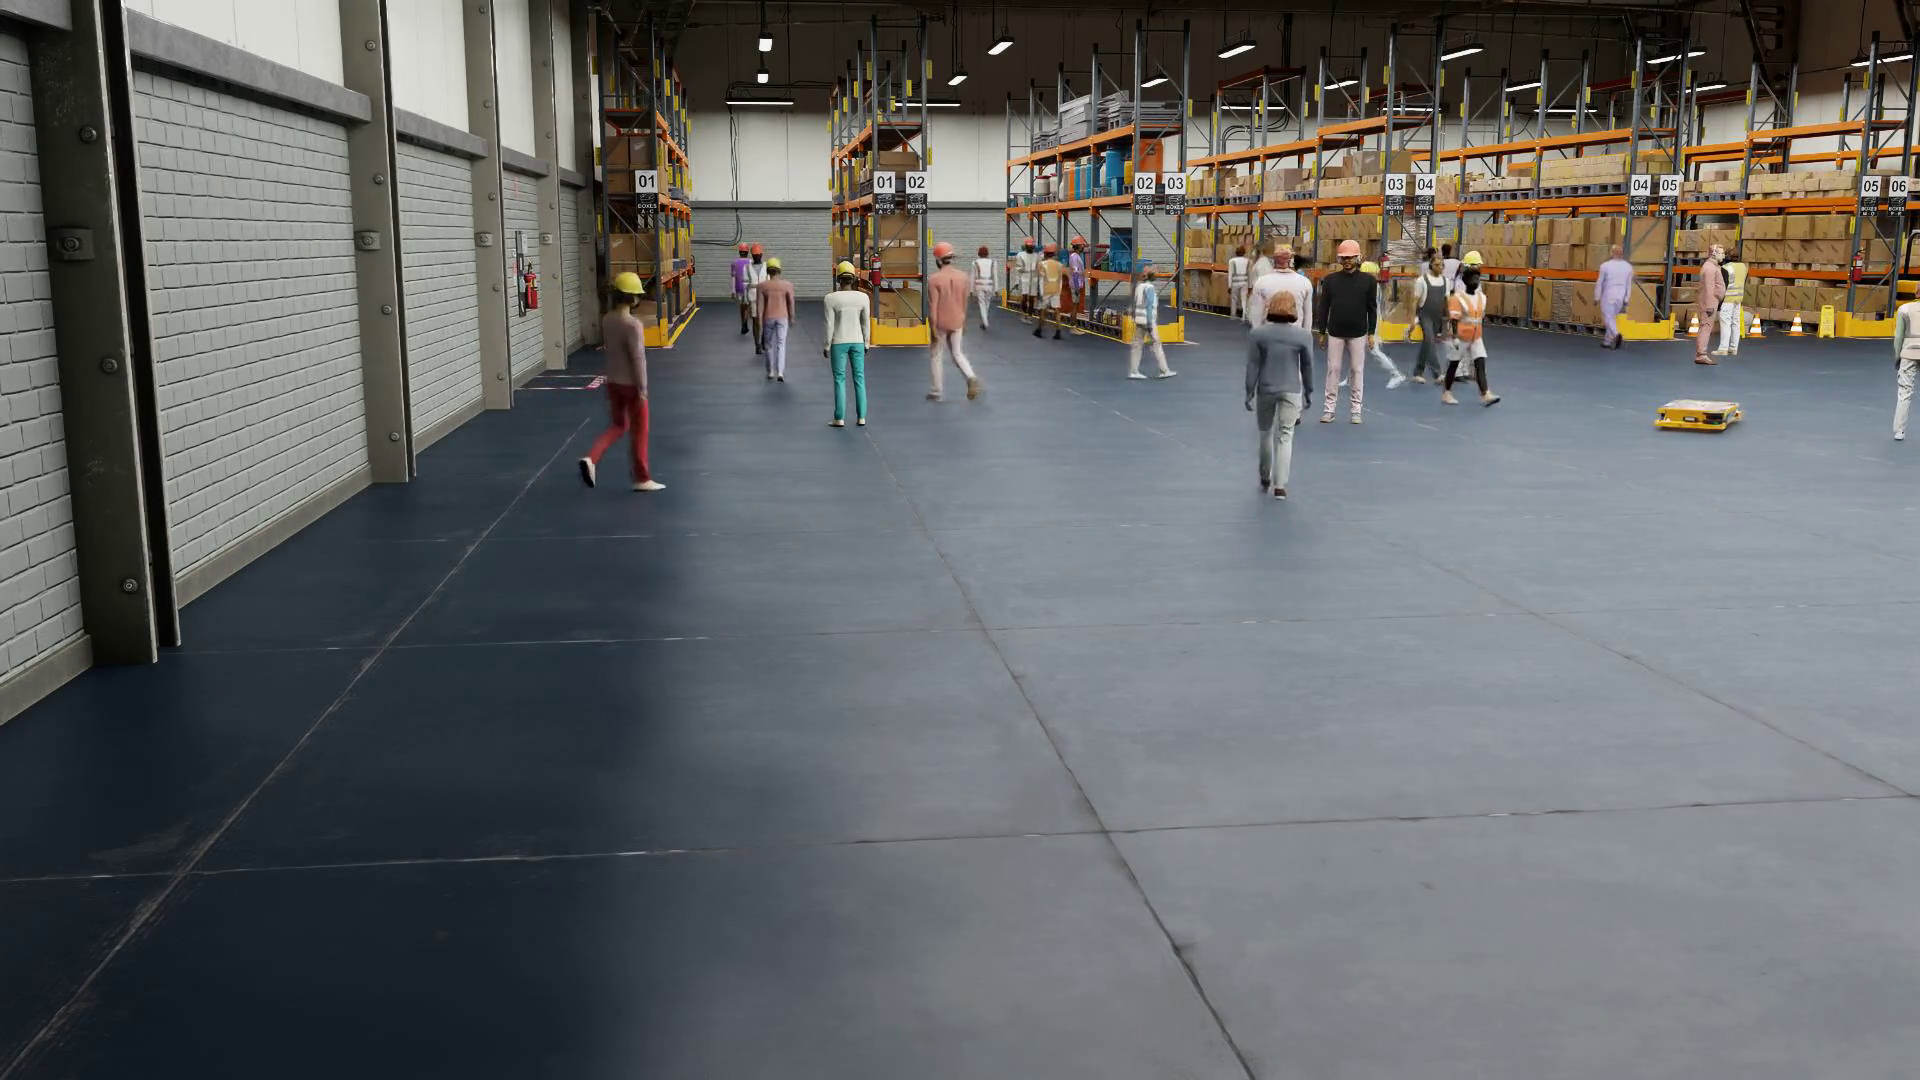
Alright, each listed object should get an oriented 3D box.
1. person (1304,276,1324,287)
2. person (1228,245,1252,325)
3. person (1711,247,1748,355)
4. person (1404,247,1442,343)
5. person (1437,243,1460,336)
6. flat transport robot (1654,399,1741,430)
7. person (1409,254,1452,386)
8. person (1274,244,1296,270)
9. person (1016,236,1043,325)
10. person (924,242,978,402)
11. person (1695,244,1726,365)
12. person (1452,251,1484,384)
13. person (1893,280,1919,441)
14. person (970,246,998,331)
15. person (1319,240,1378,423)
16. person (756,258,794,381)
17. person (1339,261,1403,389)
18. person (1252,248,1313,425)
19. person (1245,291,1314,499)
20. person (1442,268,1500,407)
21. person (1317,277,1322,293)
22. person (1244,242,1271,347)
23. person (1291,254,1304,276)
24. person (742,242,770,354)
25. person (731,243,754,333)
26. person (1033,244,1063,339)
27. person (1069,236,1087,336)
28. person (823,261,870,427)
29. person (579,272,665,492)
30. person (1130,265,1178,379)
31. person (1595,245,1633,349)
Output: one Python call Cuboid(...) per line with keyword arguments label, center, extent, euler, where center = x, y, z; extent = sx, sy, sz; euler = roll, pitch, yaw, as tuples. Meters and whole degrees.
Cuboid(label="person", center=(9.334, -6.906, 44.081), extent=(0.660, 1.806, 0.874), euler=(1, 10, 4))
Cuboid(label="person", center=(6.470, -5.882, 38.414), extent=(0.590, 1.833, 1.010), euler=(-1, 10, -5))
Cuboid(label="person", center=(13.205, -4.091, 28.567), extent=(0.624, 1.845, 0.430), euler=(-5, 12, -27))
Cuboid(label="person", center=(8.841, -4.640, 31.599), extent=(0.749, 1.840, 0.522), euler=(-6, 12, -29))
Cuboid(label="person", center=(9.918, -5.108, 34.005), extent=(0.595, 1.901, 0.700), euler=(1, 10, 7))
Cuboid(label="flat transport robot", center=(7.943, -1.354, 17.869), extent=(0.652, 0.197, 1.431), euler=(7, 12, 32))
Cuboid(label="person", center=(6.484, -2.996, 22.713), extent=(0.522, 1.783, 0.975), euler=(-4, 11, -22))
Cuboid(label="person", center=(5.964, -4.560, 30.981), extent=(0.784, 1.903, 0.590), euler=(-2, 11, -12))
Cuboid(label="person", center=(1.608, -5.912, 38.029), extent=(0.635, 2.029, 0.524), euler=(-2, 11, -13))
Cuboid(label="person", center=(-0.121, -2.651, 20.322), extent=(0.624, 1.972, 0.788), euler=(-7, 12, -34))
Cuboid(label="person", center=(11.992, -3.754, 26.545), extent=(0.401, 1.906, 0.650), euler=(4, 11, 22))
Cuboid(label="person", center=(7.063, -3.089, 23.099), extent=(0.404, 1.830, 0.601), euler=(8, 13, 36))
Cuboid(label="person", center=(9.524, -1.785, 16.477), extent=(0.511, 1.641, 0.307), euler=(10, 14, 43))
Cuboid(label="person", center=(0.521, -5.453, 36.078), extent=(0.586, 1.838, 0.986), euler=(-2, 11, -13))
Cuboid(label="person", center=(4.213, -2.261, 18.114), extent=(0.622, 1.992, 0.394), euler=(4, 11, 19))
Cuboid(label="person", center=(-2.617, -3.121, 23.589), extent=(0.527, 1.730, 0.891), euler=(-1, 10, -4))
Cuboid(label="person", center=(5.547, -2.887, 22.351), extent=(0.874, 1.708, 0.494), euler=(4, 11, 23))
Cuboid(label="person", center=(3.467, -2.190, 17.975), extent=(0.644, 1.904, 0.399), euler=(0, 10, 1))
Cuboid(label="person", center=(2.519, -1.147, 13.101), extent=(0.521, 1.595, 0.814), euler=(2, 11, 13))
Cuboid(label="person", center=(6.087, -2.410, 19.859), extent=(0.556, 1.645, 0.873), euler=(-4, 11, -20))
Cuboid(label="person", center=(9.768, -7.123, 45.304), extent=(0.637, 1.815, 0.870), euler=(0, 10, 2))
Cuboid(label="person", center=(5.431, -4.453, 30.328), extent=(0.437, 1.923, 0.635), euler=(5, 11, 24))
Cuboid(label="person", center=(6.429, -4.626, 31.879), extent=(0.406, 1.688, 0.543), euler=(2, 11, 12))
Cuboid(label="person", center=(-3.481, -4.177, 28.808), extent=(0.575, 1.924, 0.415), euler=(-1, 10, -6))
Cuboid(label="person", center=(-4.544, -5.302, 35.041), extent=(0.555, 1.909, 0.880), euler=(1, 10, 3))
Cuboid(label="person", center=(1.794, -4.949, 33.175), extent=(0.567, 1.878, 1.006), euler=(-4, 11, -22))
Cuboid(label="person", center=(2.424, -5.233, 34.266), extent=(0.365, 2.048, 0.608), euler=(1, 10, 5))
Cuboid(label="person", center=(-1.217, -2.090, 17.805), extent=(0.533, 1.768, 0.311), euler=(-5, 11, -25))
Cuboid(label="person", center=(-2.668, -1.231, 13.114), extent=(0.535, 1.749, 0.618), euler=(10, 14, 44))
Cuboid(label="person", center=(2.768, -3.088, 23.676), extent=(0.758, 1.606, 0.541), euler=(-2, 11, -13))
Cuboid(label="person", center=(11.867, -4.403, 30.184), extent=(0.651, 1.881, 0.817), euler=(-2, 11, -10))
